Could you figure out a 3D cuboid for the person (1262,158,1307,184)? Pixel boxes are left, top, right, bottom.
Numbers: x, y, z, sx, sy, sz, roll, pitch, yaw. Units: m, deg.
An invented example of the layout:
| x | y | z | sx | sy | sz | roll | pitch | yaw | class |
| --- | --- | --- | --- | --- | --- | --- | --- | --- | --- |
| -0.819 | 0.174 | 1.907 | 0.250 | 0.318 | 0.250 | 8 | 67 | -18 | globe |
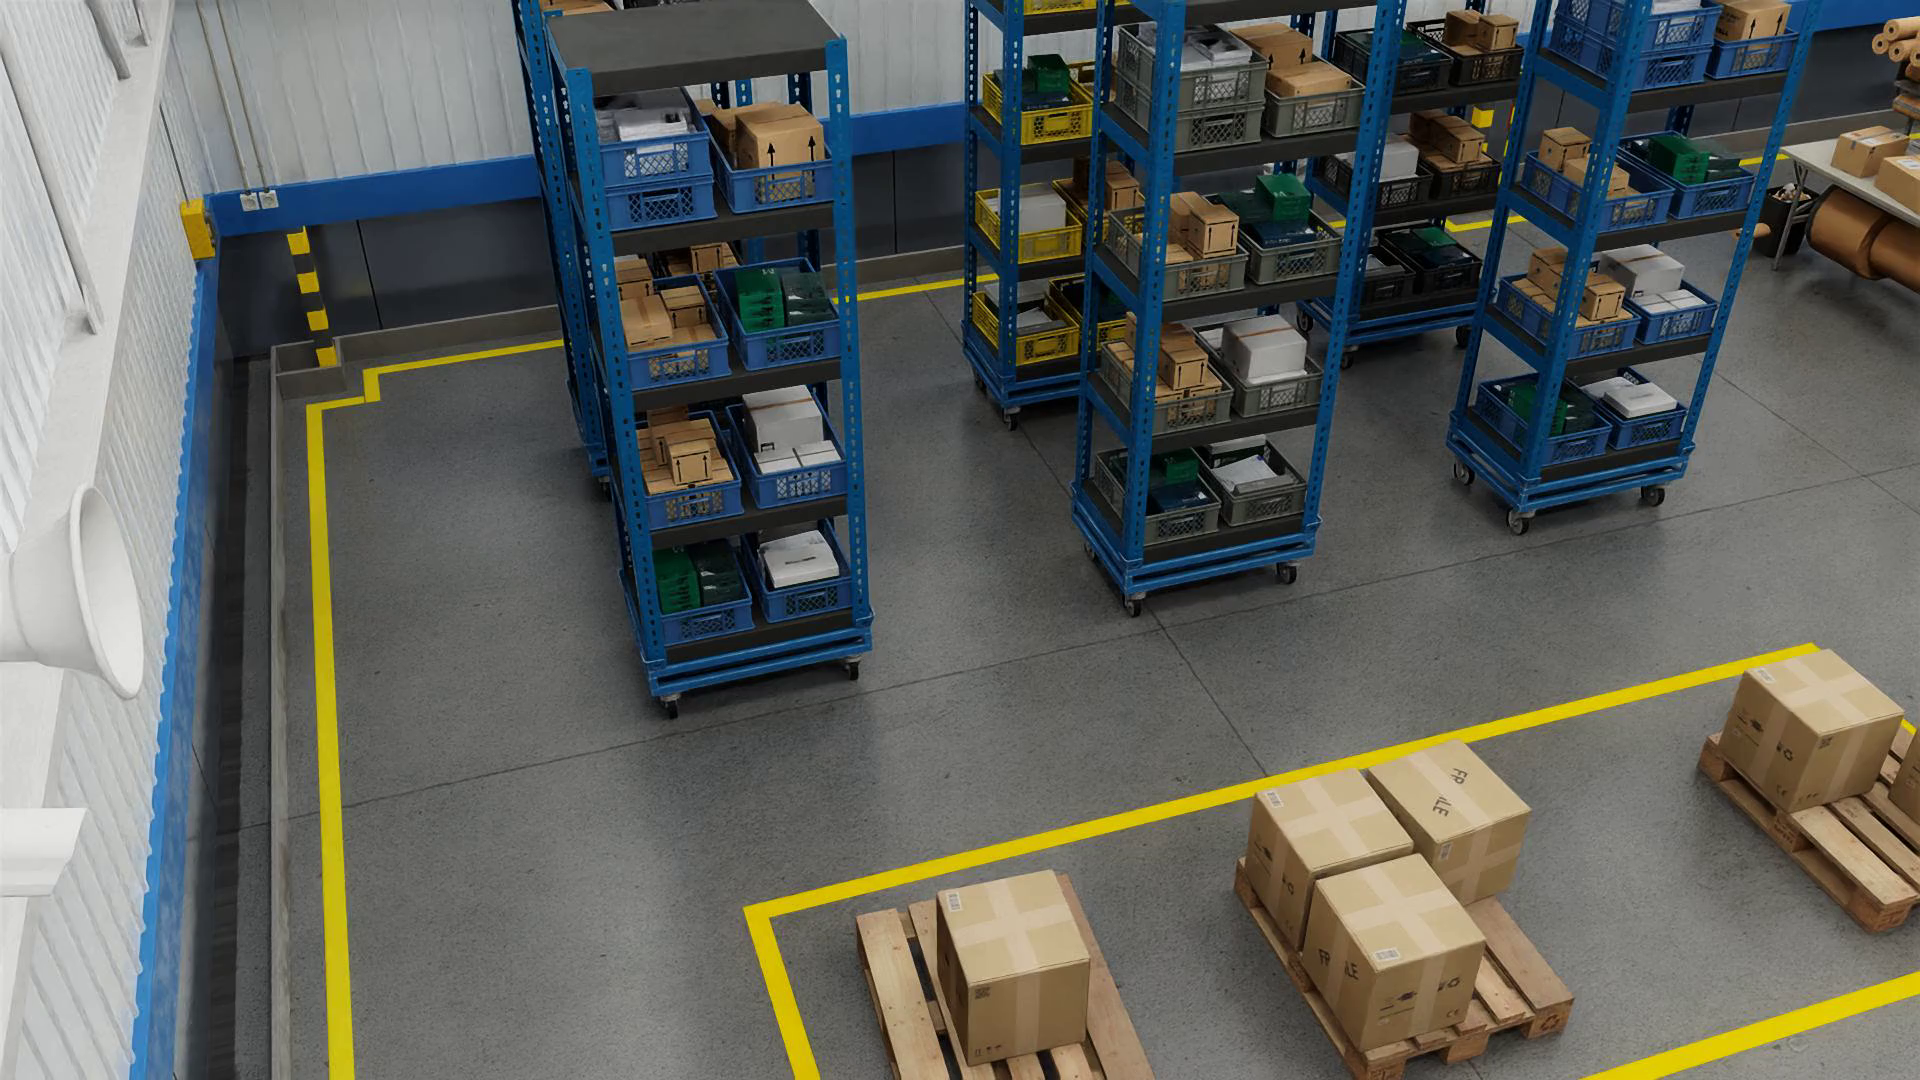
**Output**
| x | y | z | sx | sy | sz | roll | pitch | yaw | class |
| --- | --- | --- | --- | --- | --- | --- | --- | --- | --- |
| 2.417 | -2.706 | 12.494 | 0.344 | 1.878 | 0.585 | 4 | 35 | 6 | person |
